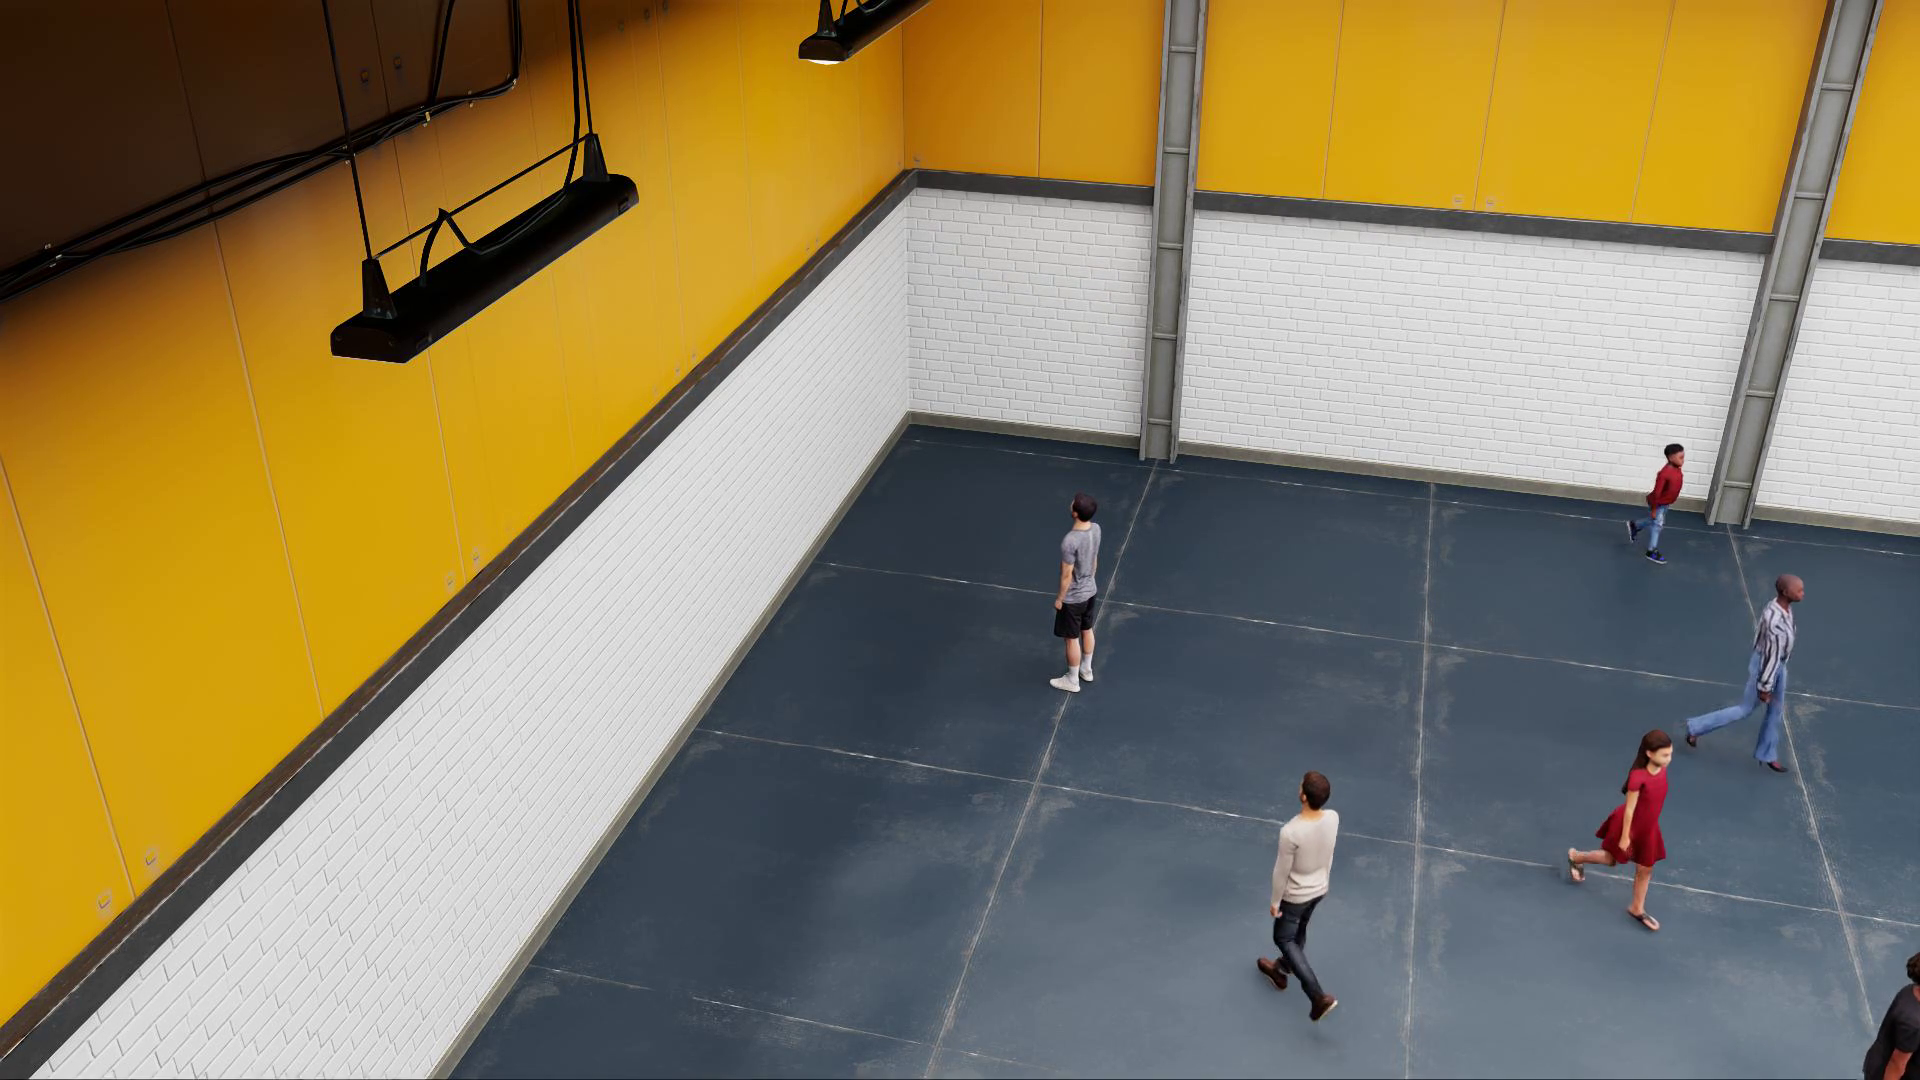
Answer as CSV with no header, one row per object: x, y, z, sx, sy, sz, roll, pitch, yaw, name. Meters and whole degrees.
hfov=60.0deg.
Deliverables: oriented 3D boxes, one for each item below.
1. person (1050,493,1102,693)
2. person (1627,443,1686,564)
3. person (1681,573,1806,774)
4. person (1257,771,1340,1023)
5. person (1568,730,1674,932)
1.026,0.446,14.292,0.710,1.871,0.733,22,35,34,person
6.902,-0.411,16.527,0.739,1.236,0.846,-21,35,-33,person
6.329,1.054,13.290,1.142,1.764,0.819,15,32,25,person
2.272,2.336,10.850,1.055,1.851,1.120,-16,32,-26,person
4.739,1.989,11.822,0.965,1.529,1.025,-16,32,-27,person
